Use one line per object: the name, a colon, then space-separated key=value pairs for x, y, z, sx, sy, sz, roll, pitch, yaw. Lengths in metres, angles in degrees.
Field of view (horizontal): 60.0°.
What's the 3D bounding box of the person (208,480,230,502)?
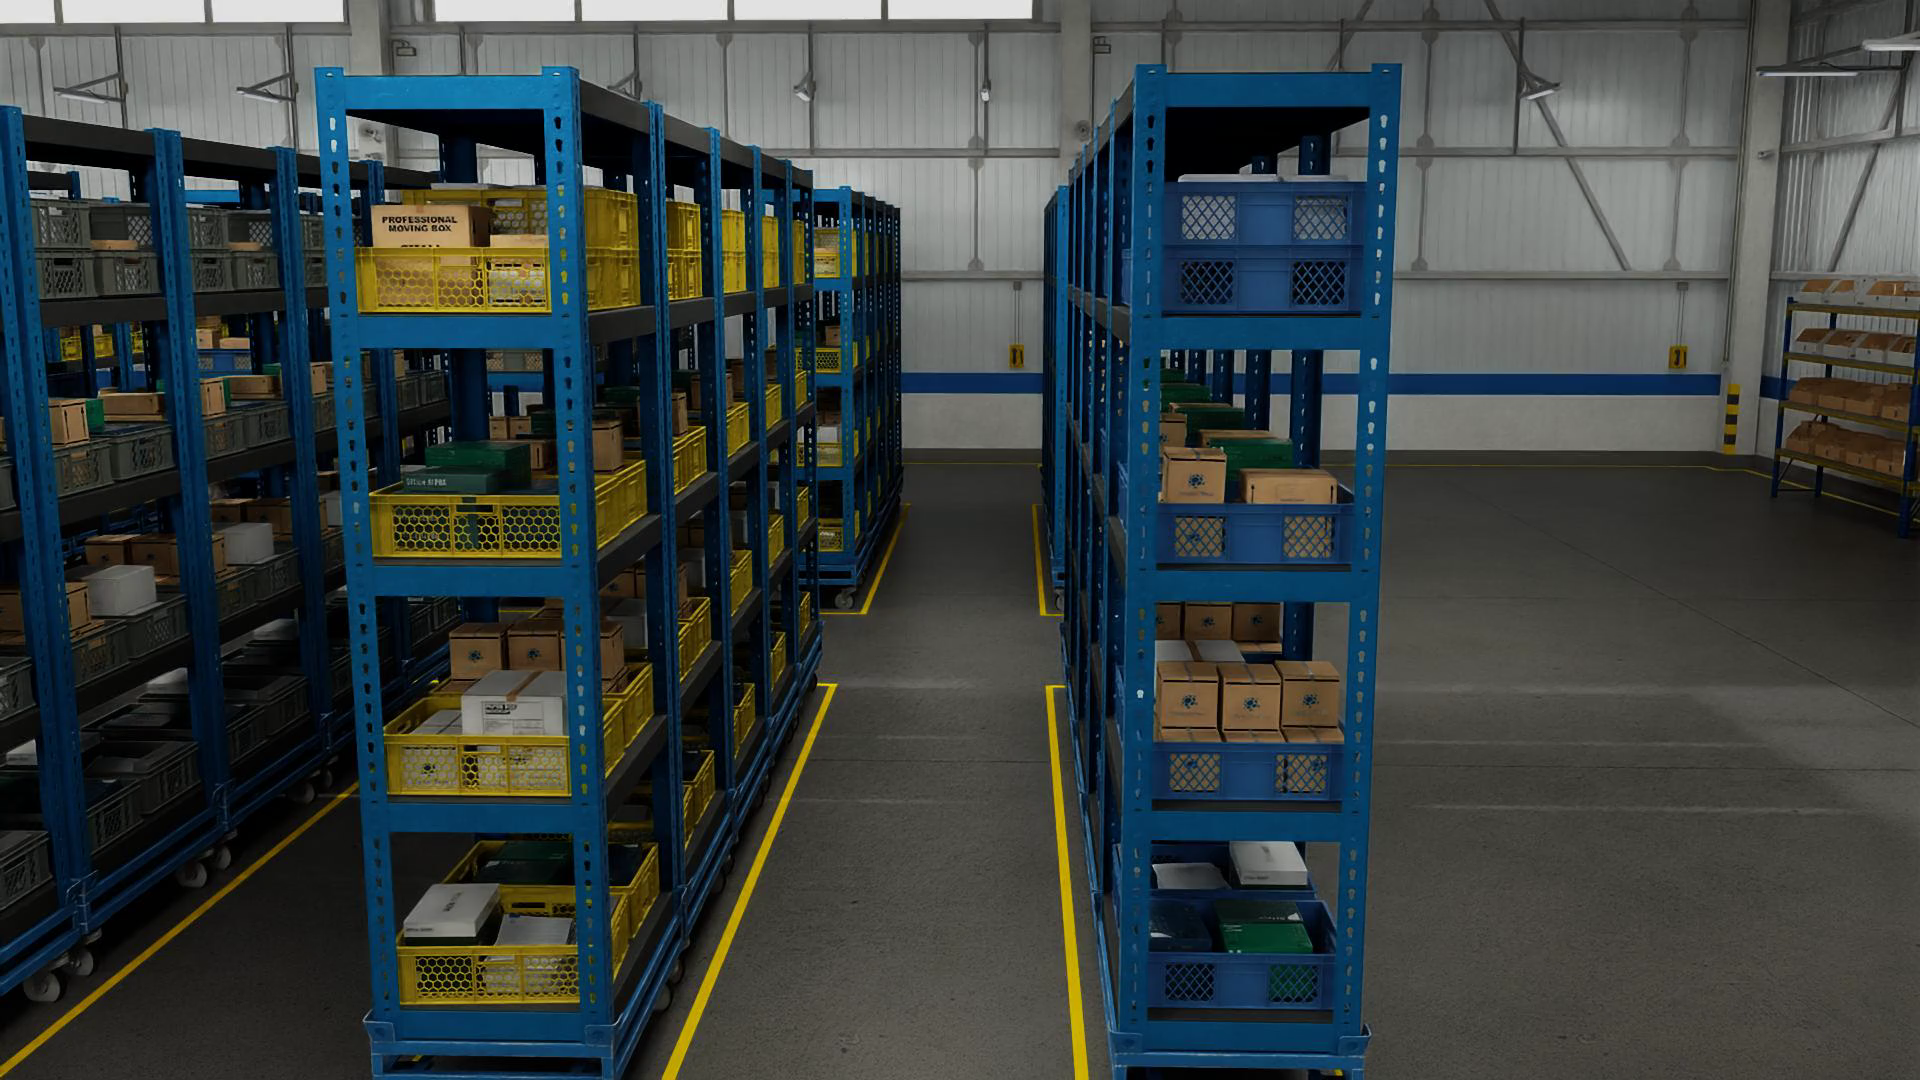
person: x=-7.617 y=-0.824 z=16.848 sx=0.392 sy=1.991 sz=0.612 roll=-2 pitch=10 yaw=-13
